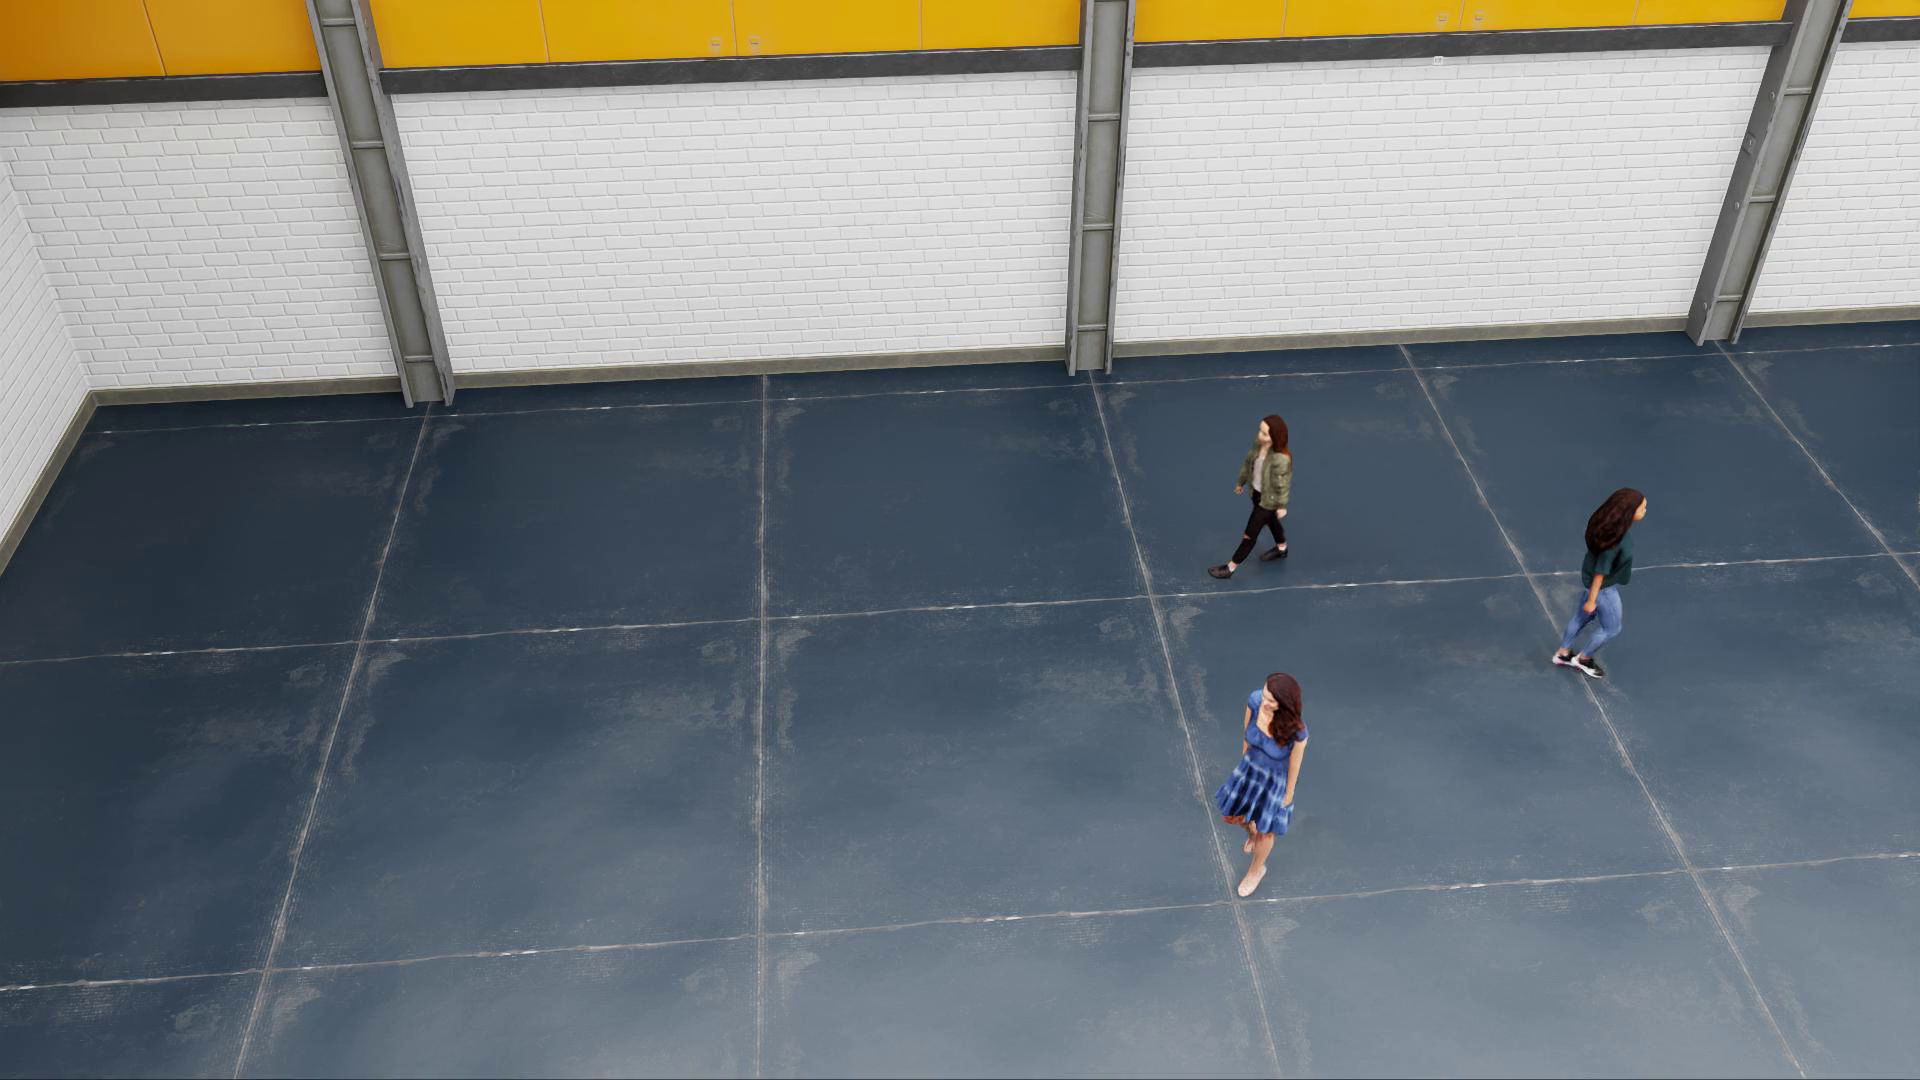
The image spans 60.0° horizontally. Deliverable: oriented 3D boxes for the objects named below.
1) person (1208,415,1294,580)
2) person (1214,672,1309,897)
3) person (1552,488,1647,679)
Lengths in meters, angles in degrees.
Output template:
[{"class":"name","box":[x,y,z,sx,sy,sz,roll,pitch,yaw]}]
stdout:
[{"class":"person","box":[2.394,-0.342,12.718,1.049,1.434,0.784,-13,40,-16]},{"class":"person","box":[1.909,1.462,10.168,0.916,1.797,0.857,-31,48,-33]},{"class":"person","box":[4.454,0.296,11.782,0.746,1.604,0.703,12,40,15]}]
